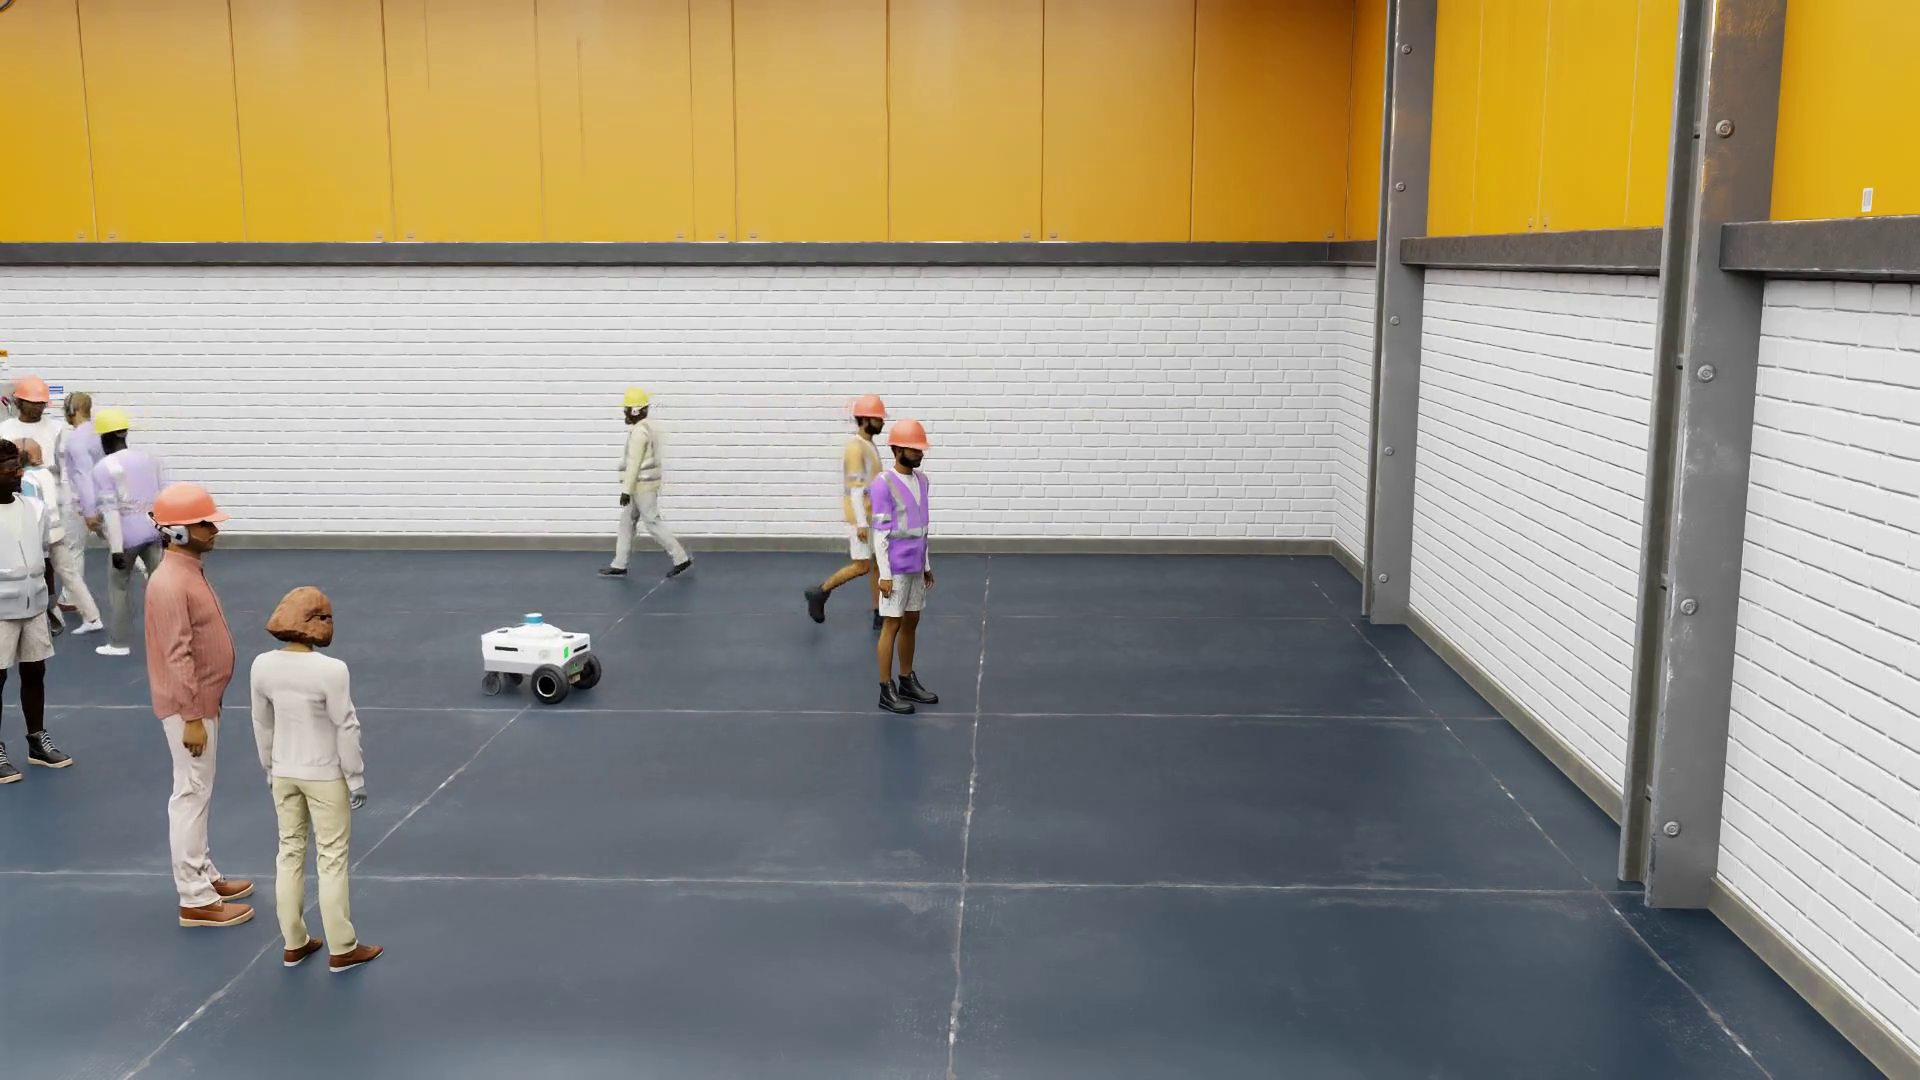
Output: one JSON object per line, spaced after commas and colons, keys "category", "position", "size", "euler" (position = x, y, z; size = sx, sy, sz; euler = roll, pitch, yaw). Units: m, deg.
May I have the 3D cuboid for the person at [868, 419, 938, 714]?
{"category": "person", "position": [-0.351, 0.166, 10.977], "size": [0.369, 1.935, 0.545], "euler": [6, 11, 32]}

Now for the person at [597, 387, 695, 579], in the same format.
{"category": "person", "position": [-2.904, -0.516, 15.398], "size": [0.901, 1.800, 0.590], "euler": [-1, 10, -7]}

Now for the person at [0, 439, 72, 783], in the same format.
{"category": "person", "position": [-5.457, 0.394, 9.561], "size": [0.361, 1.961, 0.613], "euler": [5, 11, 26]}

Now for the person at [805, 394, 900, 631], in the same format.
{"category": "person", "position": [-0.819, -0.209, 13.236], "size": [0.764, 1.918, 0.557], "euler": [3, 10, 16]}

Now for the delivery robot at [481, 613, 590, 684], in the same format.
{"category": "delivery robot", "position": [-2.896, 0.745, 11.349], "size": [0.707, 0.478, 0.477], "euler": [3, 10, 18]}

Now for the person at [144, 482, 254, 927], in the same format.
{"category": "person", "position": [-3.439, 0.731, 7.493], "size": [0.379, 1.996, 0.610], "euler": [-4, 10, -20]}

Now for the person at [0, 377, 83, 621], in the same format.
{"category": "person", "position": [-7.575, -0.337, 13.693], "size": [0.665, 2.006, 0.625], "euler": [9, 13, 42]}

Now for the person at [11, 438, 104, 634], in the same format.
{"category": "person", "position": [-7.230, -0.011, 13.038], "size": [0.894, 1.584, 0.522], "euler": [-1, 10, -6]}

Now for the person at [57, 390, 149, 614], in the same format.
{"category": "person", "position": [-7.188, -0.314, 13.943], "size": [1.001, 1.898, 0.618], "euler": [-1, 10, -5]}

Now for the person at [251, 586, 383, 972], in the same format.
{"category": "person", "position": [-2.716, 0.999, 6.981], "size": [0.498, 1.633, 0.279], "euler": [3, 10, 18]}

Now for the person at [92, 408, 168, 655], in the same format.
{"category": "person", "position": [-6.048, -0.043, 12.379], "size": [0.937, 1.887, 0.601], "euler": [3, 10, 18]}
